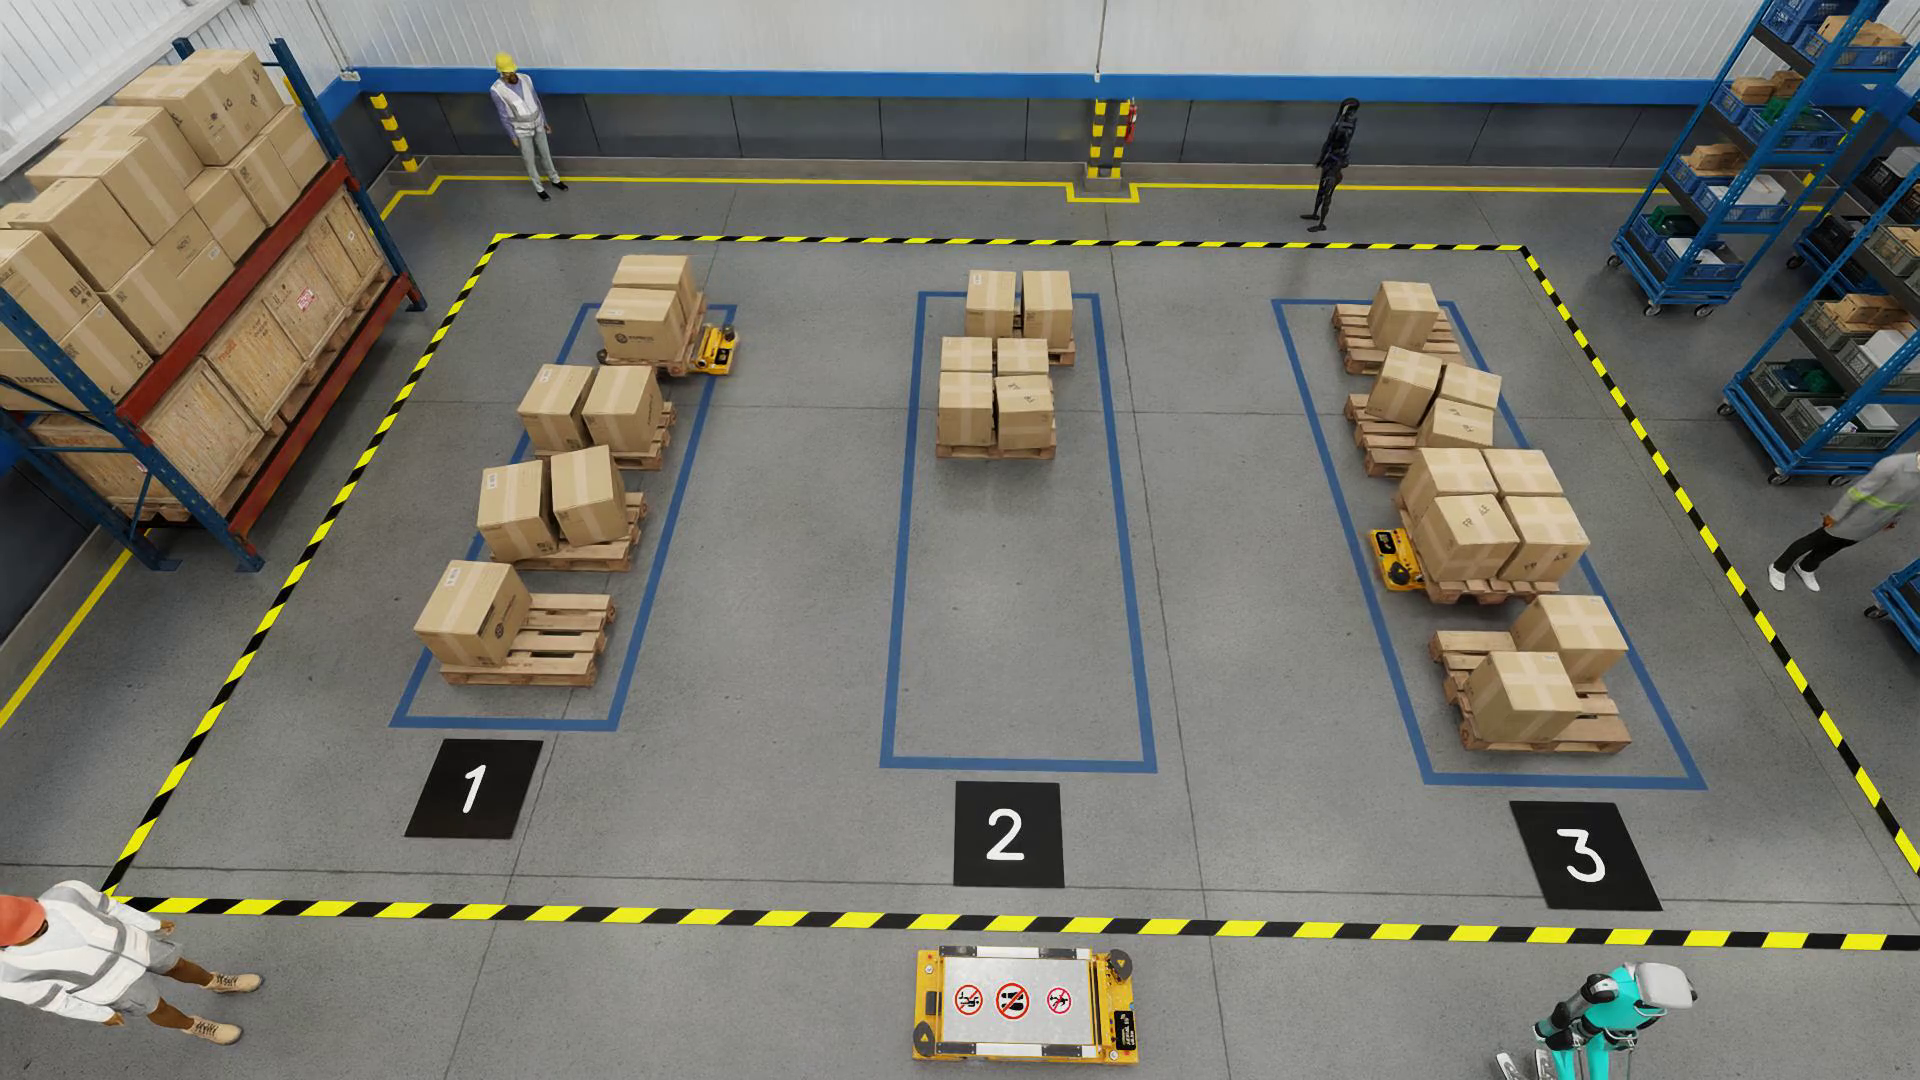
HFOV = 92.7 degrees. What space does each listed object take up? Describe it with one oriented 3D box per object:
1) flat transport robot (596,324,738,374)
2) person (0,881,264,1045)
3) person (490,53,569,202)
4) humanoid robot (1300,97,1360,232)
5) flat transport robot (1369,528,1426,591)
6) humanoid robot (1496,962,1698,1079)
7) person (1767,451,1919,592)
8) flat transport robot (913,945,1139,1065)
[{"bbox_3d":[-3.259,-2.144,10.216,1.431,0.197,0.652,1,51,1],"label":"flat transport robot"},{"bbox_3d":[-4.864,2.473,5.326,0.376,2.043,0.606,-1,51,-1],"label":"person"},{"bbox_3d":[-5.564,-5.319,11.812,0.404,1.833,0.589,29,56,22],"label":"person"},{"bbox_3d":[4.606,-4.638,11.348,0.315,1.657,0.599,-1,51,0],"label":"humanoid robot"},{"bbox_3d":[4.556,0.153,8.343,1.431,0.197,0.652,1,51,1],"label":"flat transport robot"},{"bbox_3d":[3.555,2.907,5.082,0.533,1.677,0.735,0,51,0],"label":"humanoid robot"},{"bbox_3d":[7.572,-0.198,7.626,0.597,1.850,0.395,1,51,1],"label":"person"},{"bbox_3d":[0.422,3.041,6.007,1.431,0.231,0.659,1,51,1],"label":"flat transport robot"}]
